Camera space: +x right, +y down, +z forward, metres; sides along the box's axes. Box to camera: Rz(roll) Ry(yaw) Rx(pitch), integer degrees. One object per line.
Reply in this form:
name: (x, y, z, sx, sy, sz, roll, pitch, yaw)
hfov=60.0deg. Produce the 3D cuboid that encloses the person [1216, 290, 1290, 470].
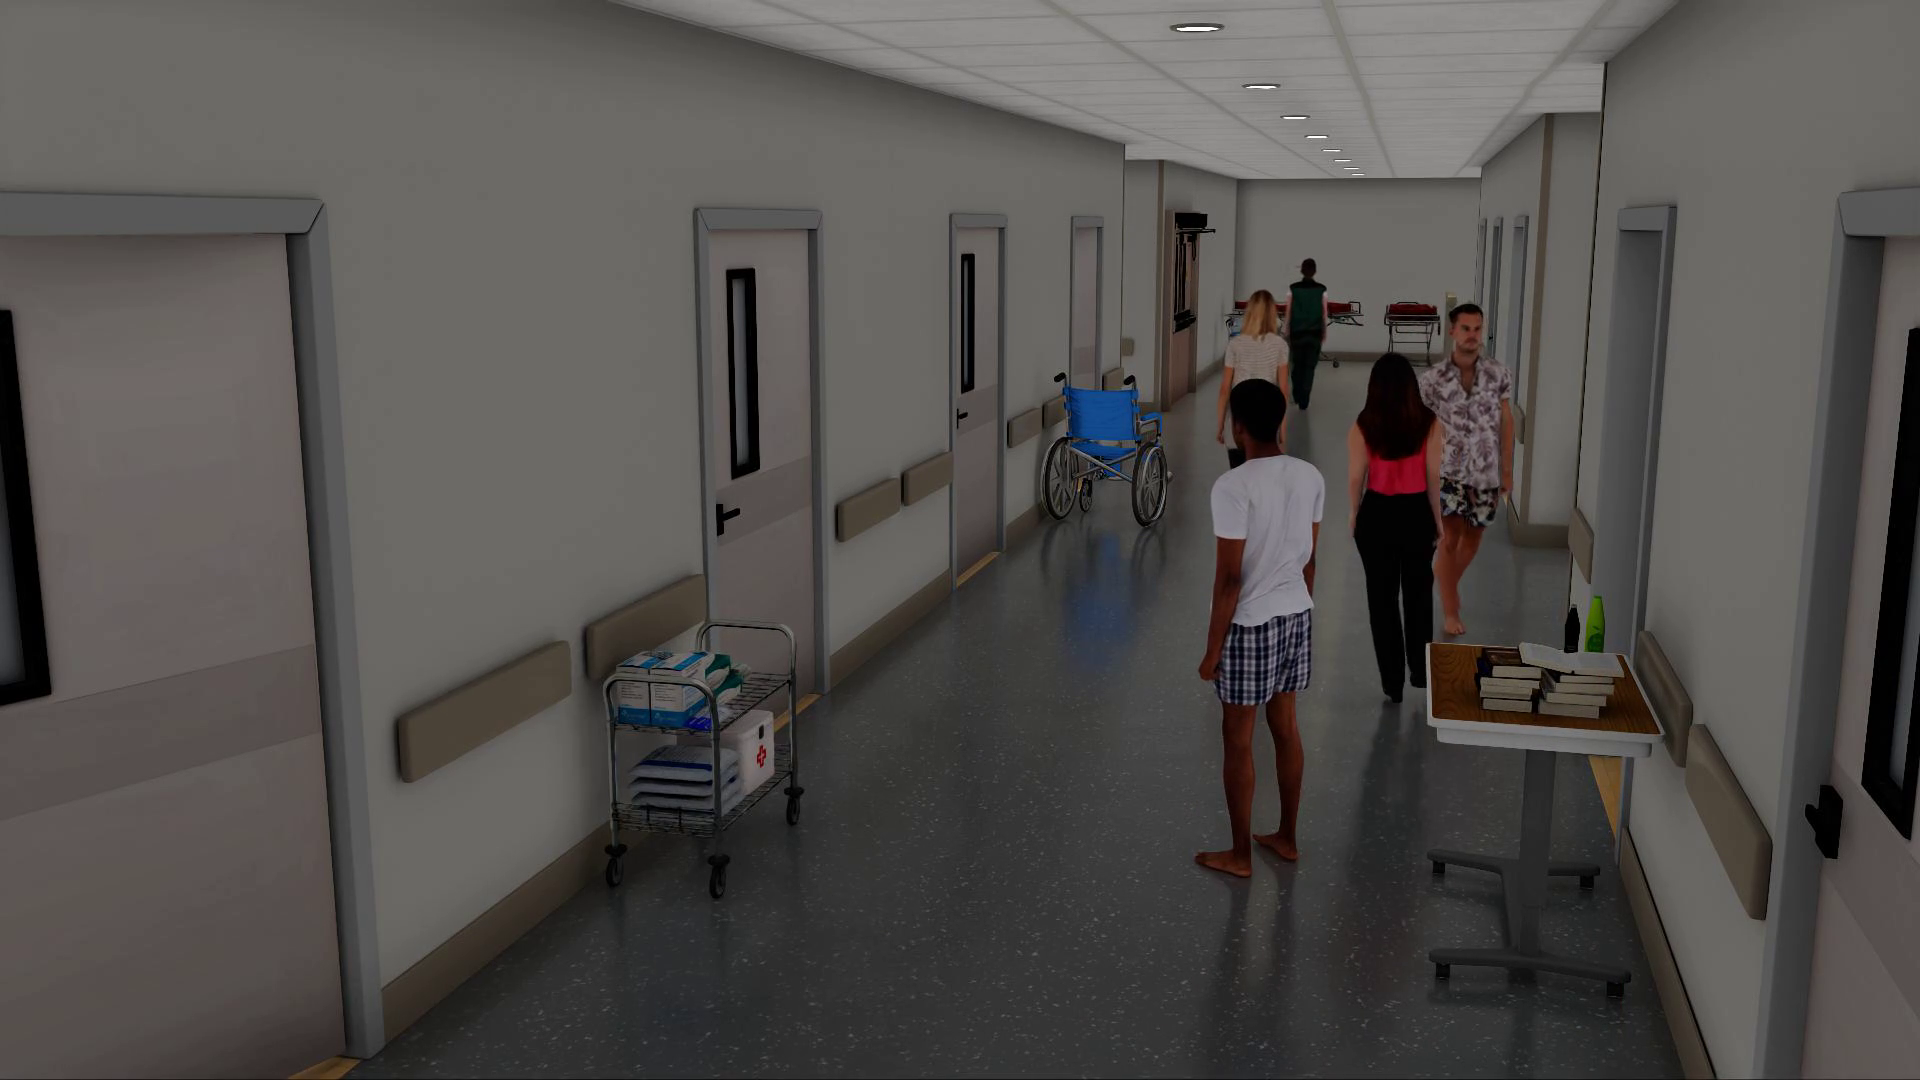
person: (1.935, -0.707, 10.930, 0.748, 1.796, 1.163, 1, 11, 4)

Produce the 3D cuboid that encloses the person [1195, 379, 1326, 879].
person: (1.050, 0.303, 5.789, 0.691, 1.728, 0.765, -7, 13, -33)

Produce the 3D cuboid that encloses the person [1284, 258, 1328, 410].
person: (4.230, -2.516, 20.373, 0.669, 1.826, 0.893, 3, 11, 17)

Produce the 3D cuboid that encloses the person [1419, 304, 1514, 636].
person: (2.826, -0.416, 9.386, 0.848, 1.800, 1.174, 0, 11, 1)

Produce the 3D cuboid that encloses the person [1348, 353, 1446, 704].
person: (2.040, -0.027, 7.762, 0.647, 1.642, 0.644, 2, 11, 10)
